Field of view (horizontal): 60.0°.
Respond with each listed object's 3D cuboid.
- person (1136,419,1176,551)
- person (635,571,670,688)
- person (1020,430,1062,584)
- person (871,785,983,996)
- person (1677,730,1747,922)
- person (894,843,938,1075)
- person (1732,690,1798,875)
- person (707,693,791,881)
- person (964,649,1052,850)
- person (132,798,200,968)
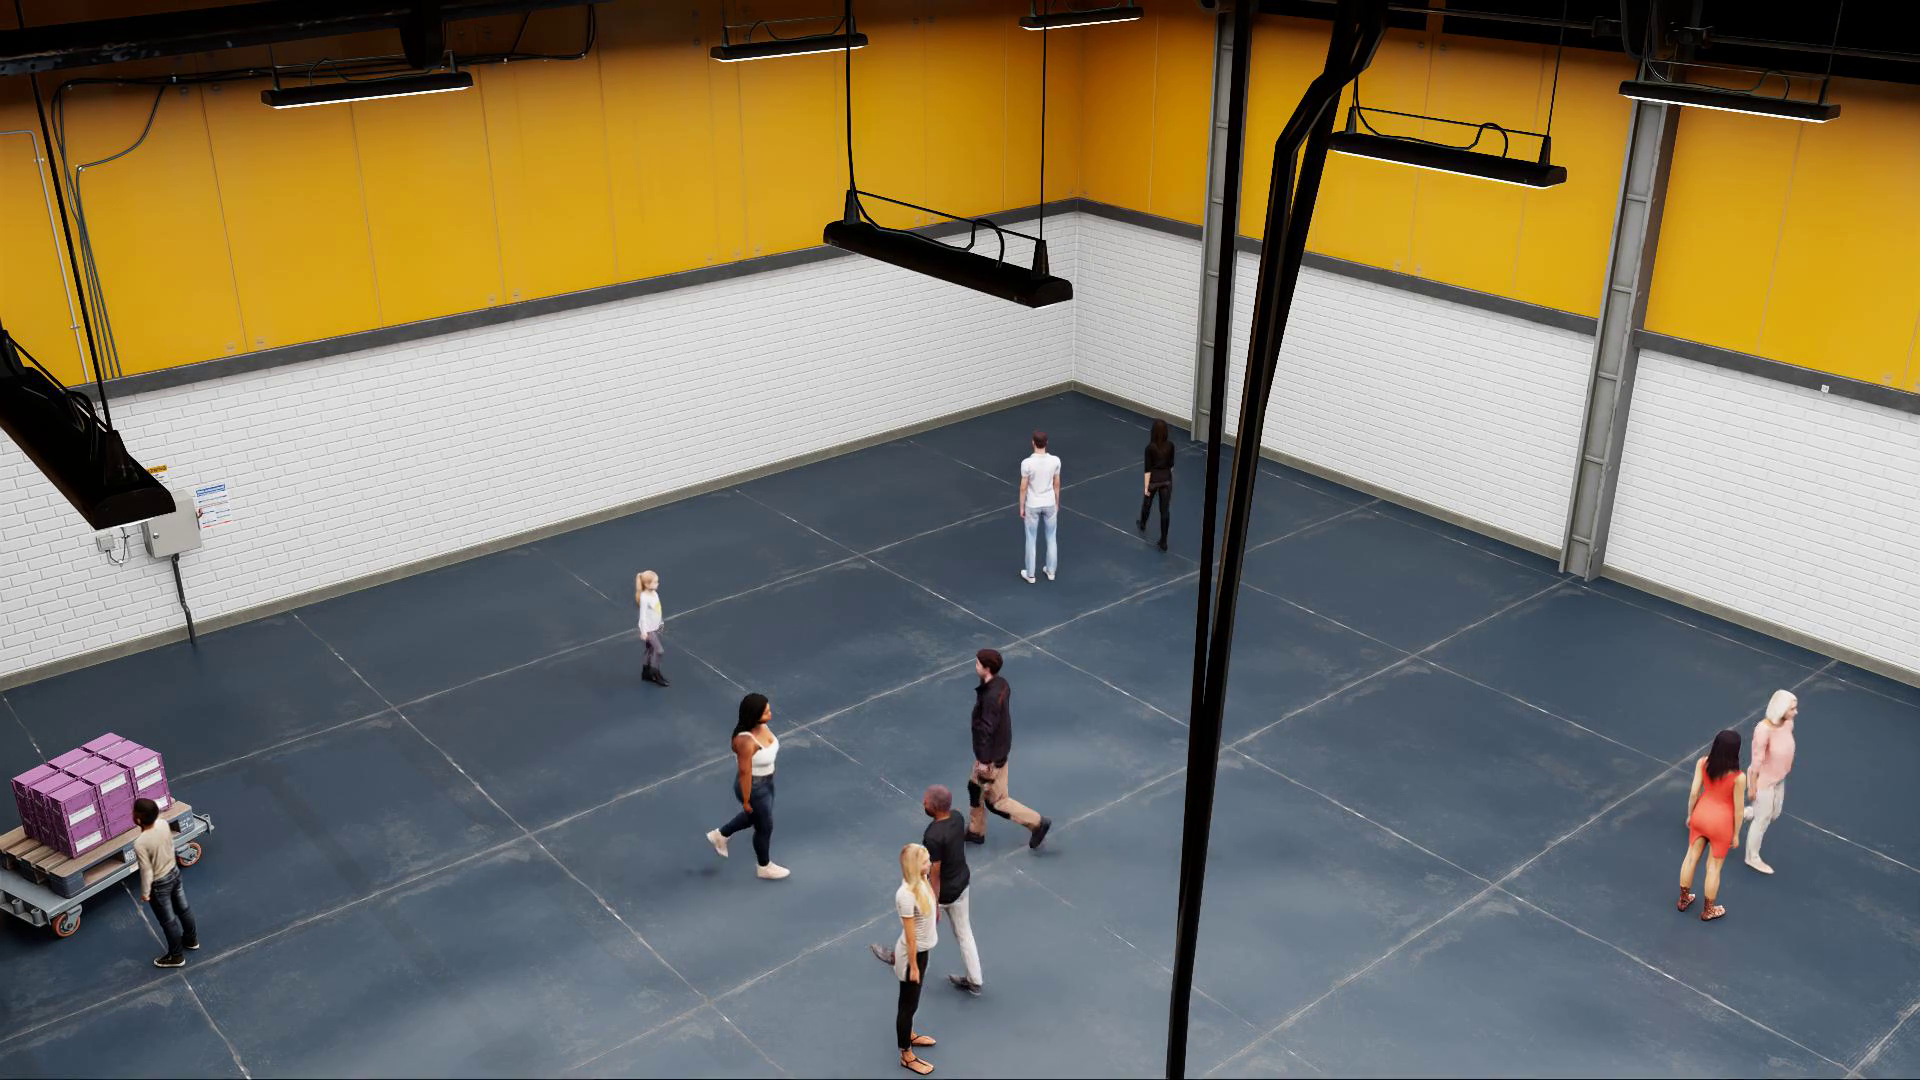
[{"bbox_3d":[2.474,-0.656,20.418,0.918,1.603,1.116,-4,24,-8],"label":"person"},{"bbox_3d":[-3.283,0.906,17.263,0.690,1.268,0.631,3,24,8],"label":"person"},{"bbox_3d":[0.951,-0.399,19.522,0.718,1.851,0.711,-5,24,-12],"label":"person"},{"bbox_3d":[-0.035,2.688,12.574,1.253,1.759,0.954,13,27,28],"label":"person"},{"bbox_3d":[6.110,2.303,13.506,0.640,1.718,0.464,-18,29,-35],"label":"person"},{"bbox_3d":[-0.339,2.951,11.888,0.735,1.826,0.678,3,24,6],"label":"person"},{"bbox_3d":[6.814,2.001,14.202,0.635,1.715,0.824,-16,28,-32],"label":"person"},{"bbox_3d":[-1.809,2.072,13.943,1.081,1.790,0.990,3,24,7],"label":"person"},{"bbox_3d":[0.367,1.845,14.329,1.198,1.898,1.150,2,24,4],"label":"person"},{"bbox_3d":[-6.241,2.659,13.009,0.674,1.463,0.629,4,24,9],"label":"person"}]
